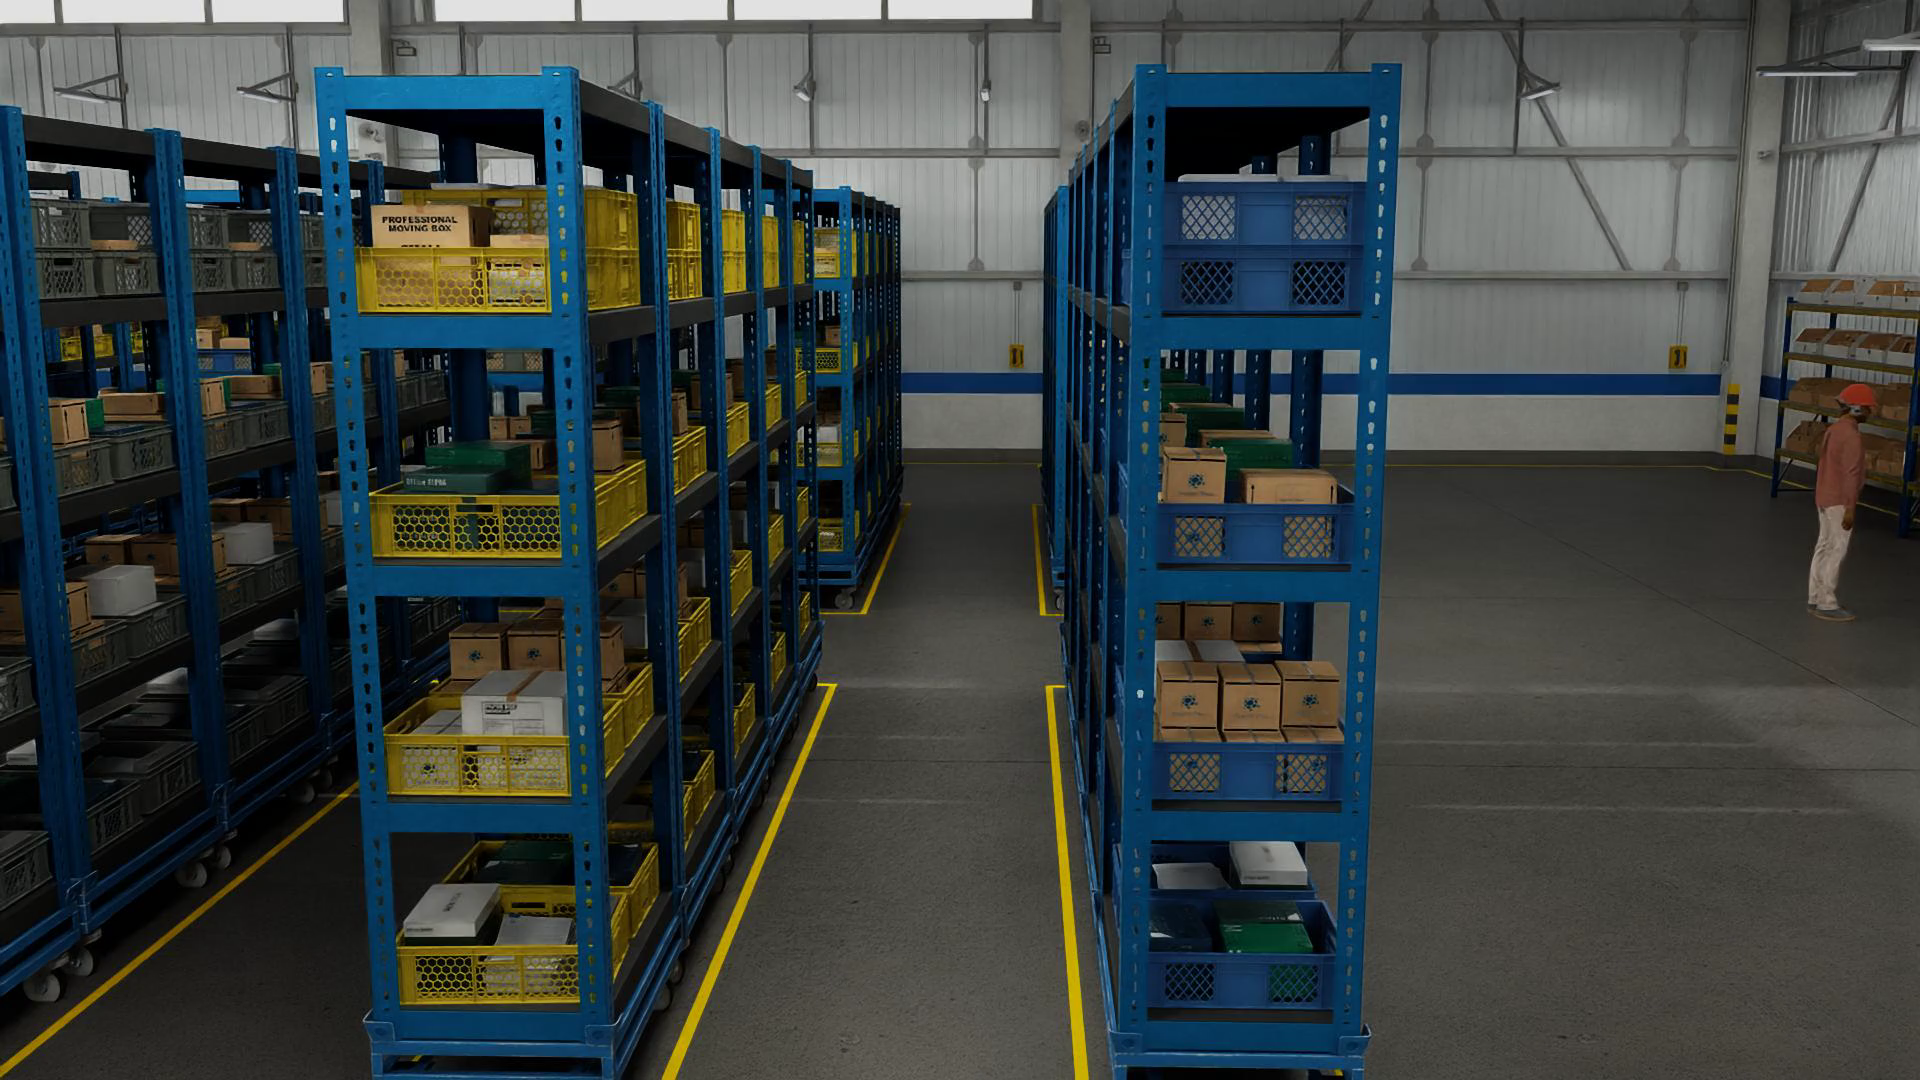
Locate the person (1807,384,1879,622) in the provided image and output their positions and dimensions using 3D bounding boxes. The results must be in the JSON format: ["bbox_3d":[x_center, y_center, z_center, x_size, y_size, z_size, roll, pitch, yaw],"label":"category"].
[{"bbox_3d":[7.371,-0.313,13.892,0.406,1.986,0.614,2,10,12],"label":"person"}]
